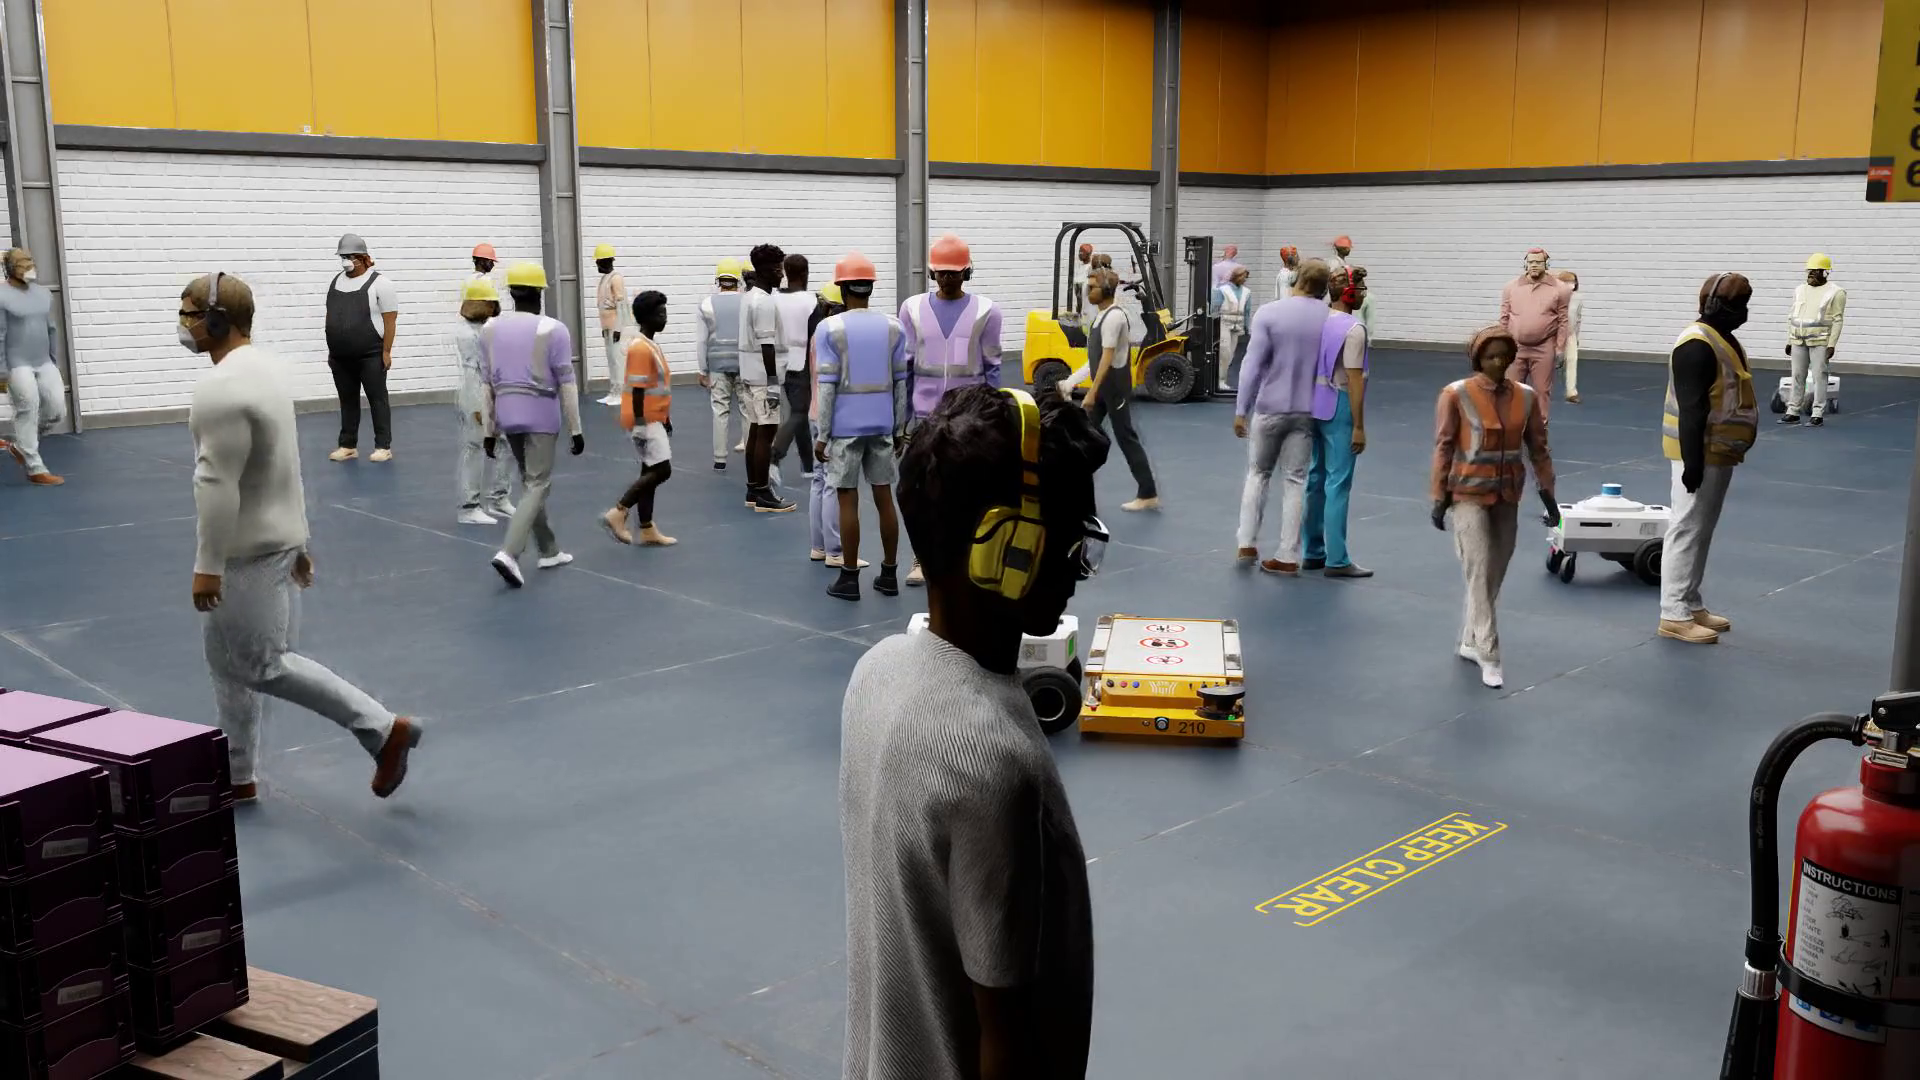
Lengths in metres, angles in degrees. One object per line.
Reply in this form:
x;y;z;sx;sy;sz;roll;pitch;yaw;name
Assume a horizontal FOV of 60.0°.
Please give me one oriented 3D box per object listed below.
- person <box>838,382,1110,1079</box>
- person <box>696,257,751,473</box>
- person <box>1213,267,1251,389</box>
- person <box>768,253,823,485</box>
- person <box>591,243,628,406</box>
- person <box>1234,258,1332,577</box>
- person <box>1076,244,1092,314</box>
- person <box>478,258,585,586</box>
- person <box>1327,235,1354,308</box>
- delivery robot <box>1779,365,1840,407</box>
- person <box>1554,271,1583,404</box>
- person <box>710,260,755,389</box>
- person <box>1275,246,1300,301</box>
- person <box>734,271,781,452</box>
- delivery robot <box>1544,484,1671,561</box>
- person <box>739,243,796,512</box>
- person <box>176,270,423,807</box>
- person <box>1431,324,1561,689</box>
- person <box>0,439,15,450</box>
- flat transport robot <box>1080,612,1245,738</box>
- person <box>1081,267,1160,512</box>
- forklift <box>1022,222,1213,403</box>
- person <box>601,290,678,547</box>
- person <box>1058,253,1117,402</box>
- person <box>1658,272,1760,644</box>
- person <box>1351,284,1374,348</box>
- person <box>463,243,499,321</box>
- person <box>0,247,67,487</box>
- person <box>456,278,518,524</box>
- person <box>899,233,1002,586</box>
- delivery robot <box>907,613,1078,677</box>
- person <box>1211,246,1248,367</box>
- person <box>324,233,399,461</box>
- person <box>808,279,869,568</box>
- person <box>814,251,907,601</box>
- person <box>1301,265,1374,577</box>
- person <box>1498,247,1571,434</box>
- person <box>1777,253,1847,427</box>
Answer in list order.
0.029;0.749;1.959;0.329;1.861;0.512;-4;11;-19;person
-1.948;-1.485;14.206;0.588;1.835;0.403;-1;10;-7;person
3.542;-2.762;21.780;0.522;1.604;0.431;-6;12;-31;person
-1.367;-1.400;13.626;0.604;1.885;0.942;7;12;32;person
-4.169;-2.566;19.854;0.383;1.923;0.590;-5;12;-27;person
1.971;-0.738;10.006;0.717;1.885;0.633;-1;10;-6;person
2.021;-3.789;26.630;0.341;1.882;0.586;-5;11;-23;person
-2.553;-0.701;9.768;0.595;1.895;0.922;3;11;18;person
6.252;-4.067;27.789;0.620;2.026;0.607;5;12;26;person
9.632;-1.744;18.851;0.707;0.478;0.477;-6;12;-30;delivery robot
7.325;-2.482;20.274;0.507;1.595;0.842;-2;11;-10;person
-2.818;-2.734;21.389;0.899;1.697;0.568;-1;10;-4;person
4.233;-2.845;21.487;0.355;1.885;0.575;2;11;13;person
-1.892;-1.657;15.520;0.540;1.696;0.316;3;11;17;person
3.838;-0.089;9.826;0.707;0.478;0.477;1;11;6;delivery robot
-1.434;-1.191;12.243;0.361;1.963;0.617;-4;11;-19;person
-2.367;0.024;5.777;0.822;1.912;0.627;-3;11;-14;person
2.445;-0.168;7.606;0.558;1.614;0.552;-3;11;-18;person
-9.252;-1.791;15.779;0.319;1.870;0.521;-3;11;-14;person
0.901;0.564;7.300;0.652;0.197;1.431;1;10;8;flat transport robot
1.032;-1.077;12.104;0.959;1.796;0.516;-2;11;-12;person
1.935;-2.847;20.651;2.313;2.155;1.214;2;11;13;forklift
-2.039;-0.765;10.712;0.423;1.680;0.532;-1;10;-6;person
1.571;-2.430;19.406;0.719;1.823;0.628;3;11;17;person
3.766;-0.417;8.366;0.429;1.840;0.629;8;13;36;person
4.766;-2.483;20.293;0.493;1.600;0.769;1;10;7;person
-5.349;-2.358;18.713;0.385;1.927;0.546;-9;13;-39;person
-7.546;-1.385;13.409;0.511;1.928;0.648;3;11;17;person
-3.286;-0.958;11.635;0.545;1.725;0.500;2;11;11;person
-0.067;-0.736;9.574;0.605;2.035;0.394;1;10;5;person
0.137;0.438;6.955;0.707;0.478;0.477;1;10;4;delivery robot
4.041;-3.594;25.655;0.849;1.859;0.414;-6;12;-32;person
-5.409;-1.717;14.906;0.674;2.000;0.535;2;11;12;person
-0.759;-0.709;10.185;0.322;1.761;0.522;-4;11;-22;person
-0.567;-0.632;9.280;0.552;1.932;0.377;-5;12;-27;person
2.225;-0.705;9.915;0.396;1.847;0.565;-3;11;-16;person
5.421;-1.812;15.790;0.638;1.909;0.408;5;11;24;person
9.044;-2.120;17.672;0.404;1.833;0.590;-6;12;-30;person
